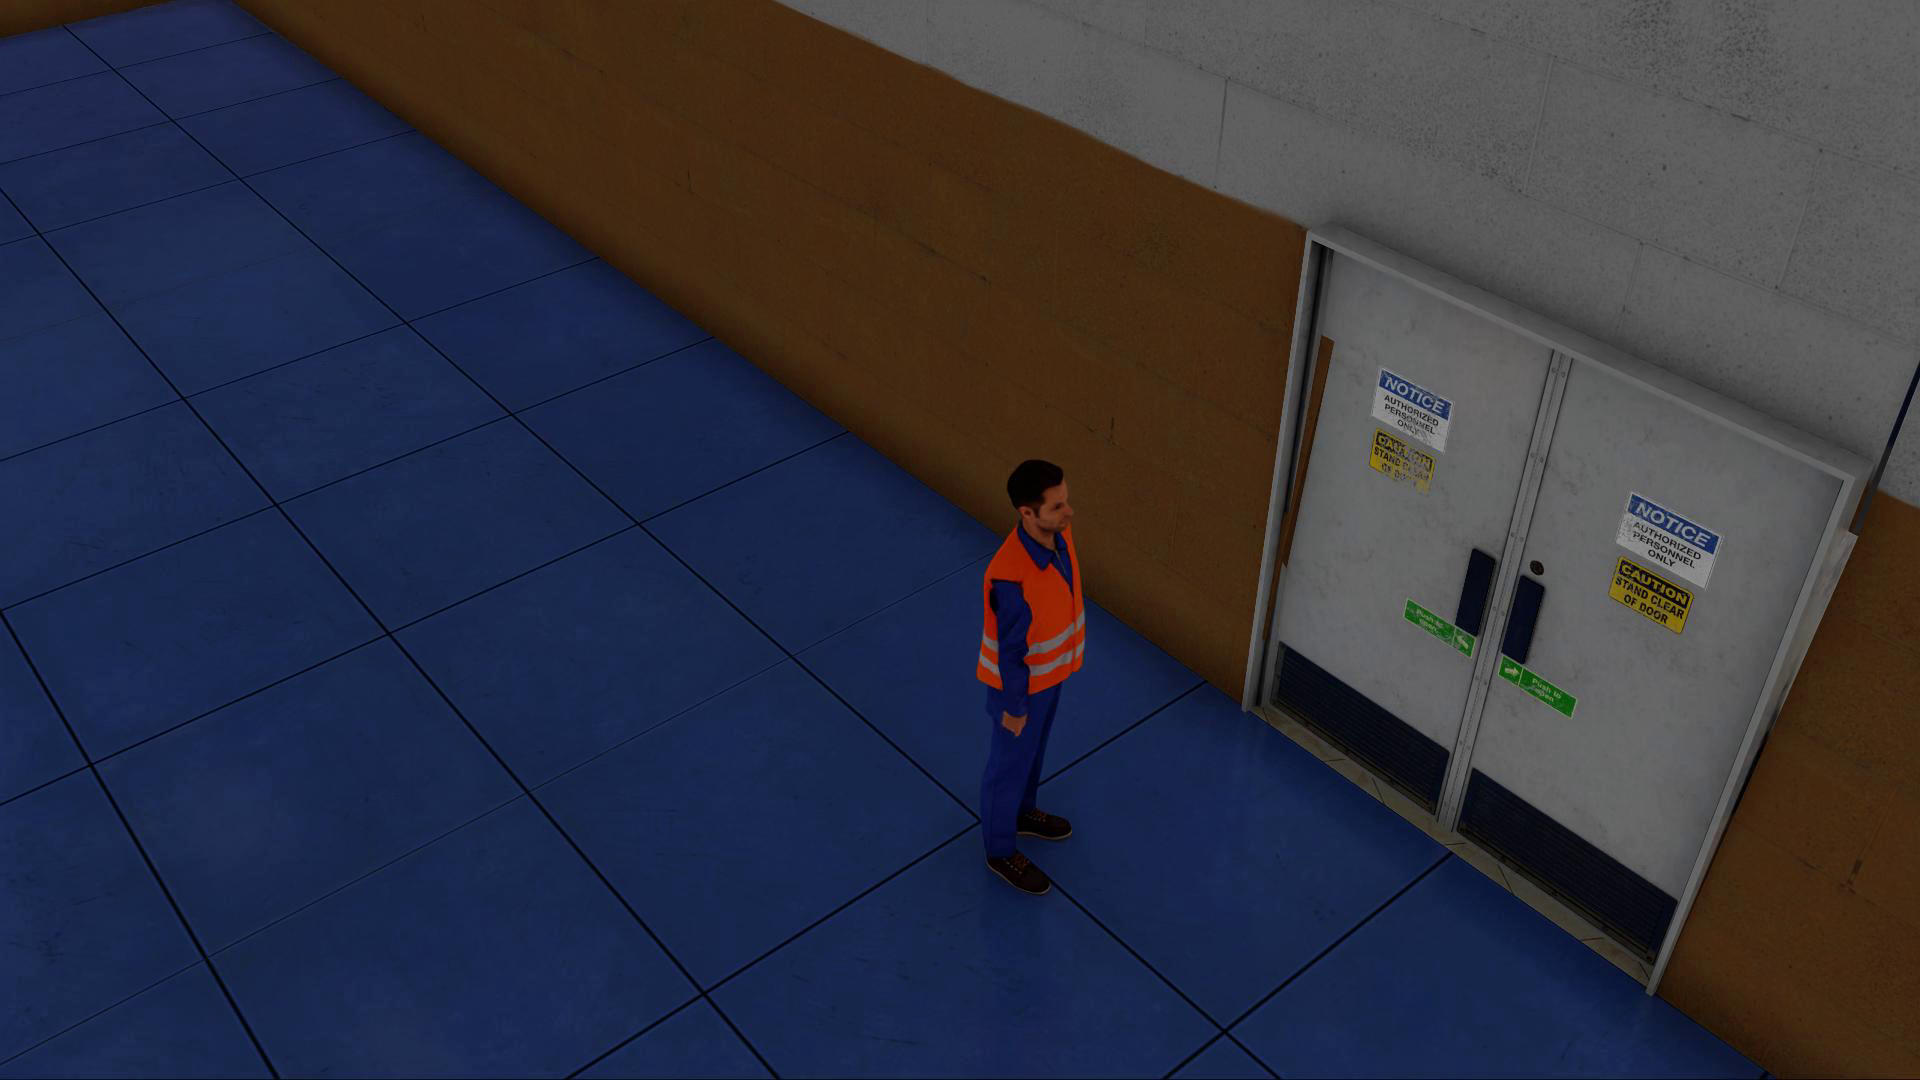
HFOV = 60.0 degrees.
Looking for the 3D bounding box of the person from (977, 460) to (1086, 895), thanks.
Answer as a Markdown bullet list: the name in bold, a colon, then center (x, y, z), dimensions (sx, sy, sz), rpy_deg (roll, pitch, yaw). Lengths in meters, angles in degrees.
- **person**: center (0.249, 0.481, 6.081), dimensions (0.839, 1.863, 0.714), rpy_deg (14, 39, 18)
